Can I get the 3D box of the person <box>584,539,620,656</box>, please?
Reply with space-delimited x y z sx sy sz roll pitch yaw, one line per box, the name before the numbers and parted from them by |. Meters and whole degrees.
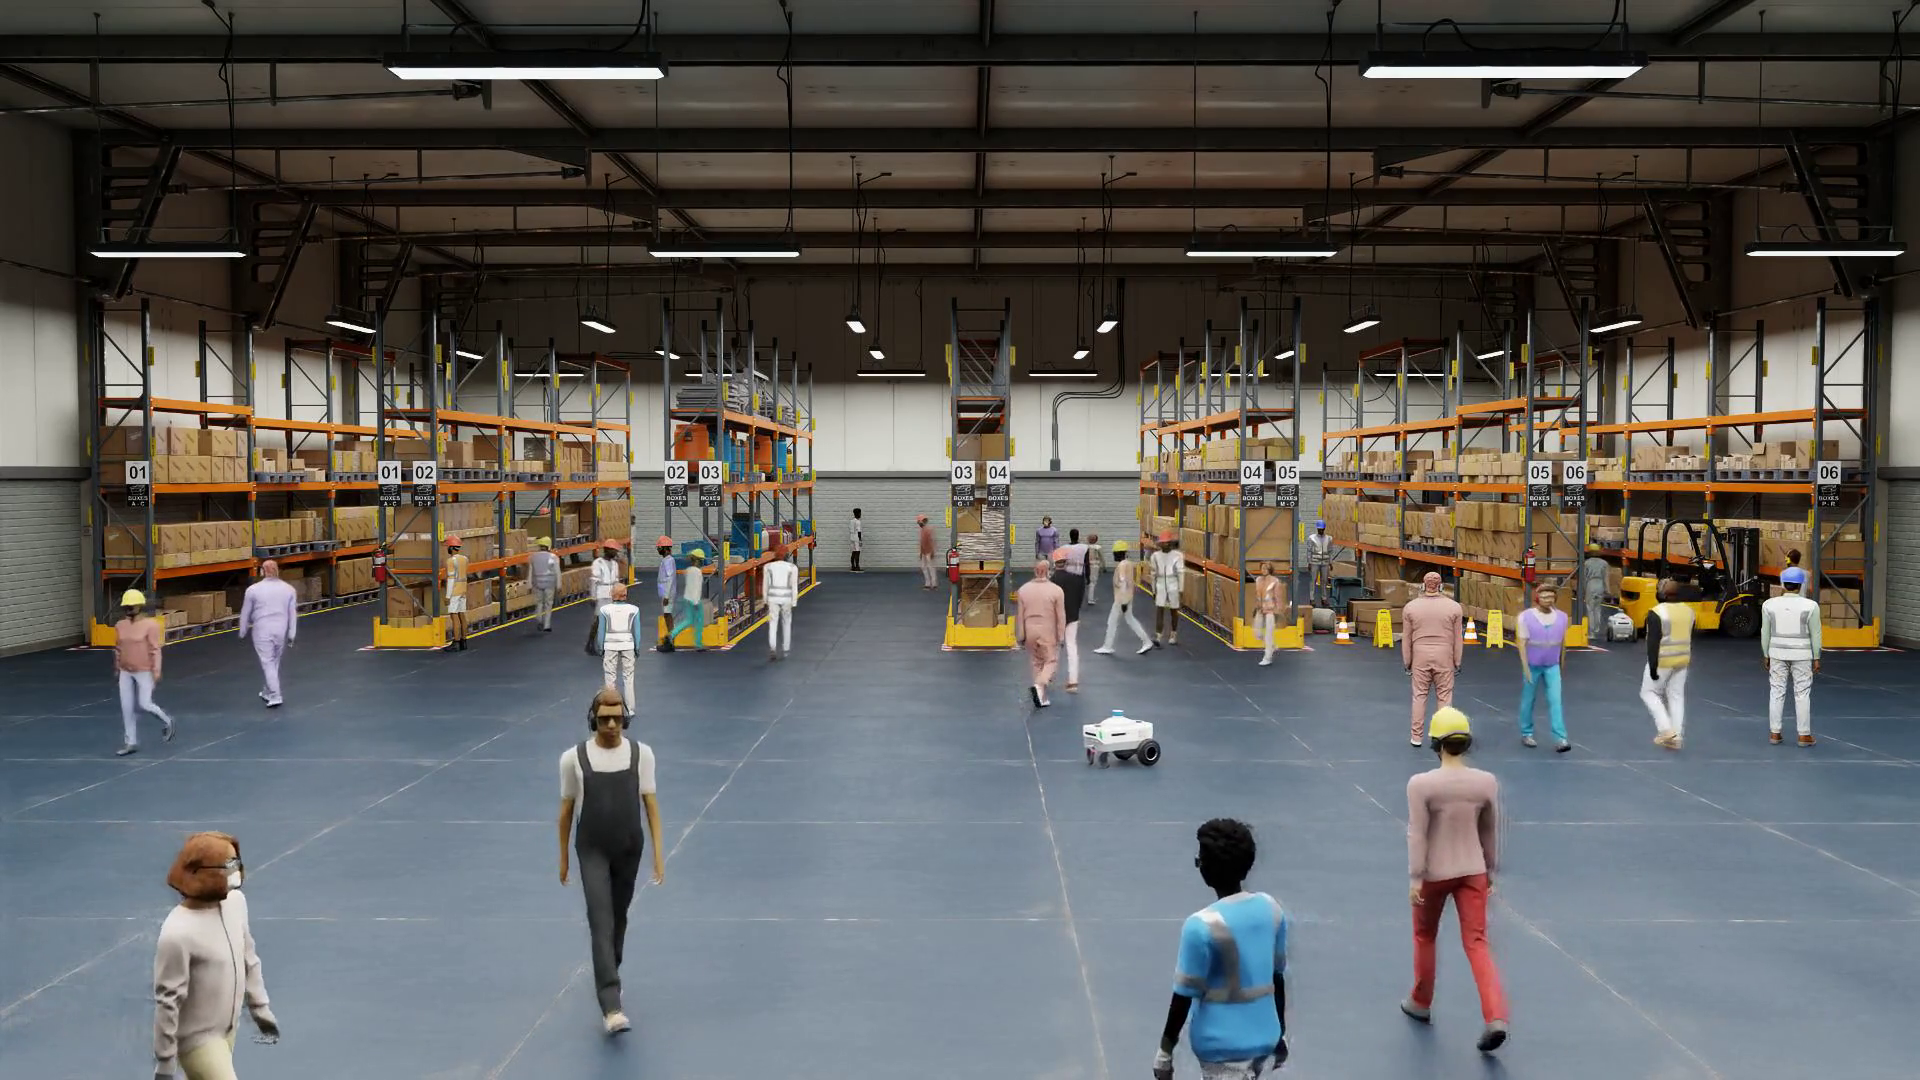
person | -5.822 0.939 26.478 0.469 1.902 0.600 1 3 32

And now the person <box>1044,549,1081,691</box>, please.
person | 1.381 1.090 22.254 0.605 1.936 1.044 -1 2 -17

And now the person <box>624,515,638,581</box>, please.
person | -9.262 0.225 45.084 0.527 1.846 0.536 1 3 26

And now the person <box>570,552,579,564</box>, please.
person | -11.367 0.061 47.462 0.388 1.993 0.614 1 2 18

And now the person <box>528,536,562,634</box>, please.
person | -7.715 0.837 30.135 0.618 1.810 0.566 0 2 5

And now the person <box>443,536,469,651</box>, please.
person | -8.494 0.894 27.144 0.360 1.939 0.543 1 2 13

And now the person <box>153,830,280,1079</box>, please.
person | -2.932 1.894 6.177 0.809 1.601 0.512 0 2 1

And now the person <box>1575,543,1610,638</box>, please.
person | 11.472 0.922 29.237 0.570 1.708 0.497 0 2 -3

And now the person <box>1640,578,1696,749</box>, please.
person | 7.644 1.331 17.450 0.622 1.832 0.432 -1 2 -20

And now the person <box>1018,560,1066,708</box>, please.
person | 1.014 1.193 20.318 0.657 1.889 0.704 1 3 28

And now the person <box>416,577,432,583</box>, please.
person | -11.934 0.546 36.108 0.662 1.919 0.626 0 2 -2

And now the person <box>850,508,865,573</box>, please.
person | -3.144 0.005 49.181 0.366 1.966 0.602 -1 3 -30

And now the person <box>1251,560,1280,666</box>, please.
person | 4.749 1.126 25.044 0.365 1.626 0.534 -2 3 -35

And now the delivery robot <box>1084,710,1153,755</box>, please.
delivery robot | 1.608 1.976 16.431 0.707 0.478 0.477 -1 3 -32

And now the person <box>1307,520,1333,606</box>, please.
person | 8.152 0.519 36.532 0.605 1.943 0.402 0 2 -6

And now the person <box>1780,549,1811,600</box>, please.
person | 12.528 1.065 24.230 0.532 1.835 0.483 0 2 -9

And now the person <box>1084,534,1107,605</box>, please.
person | 3.101 0.668 36.976 0.523 1.609 0.757 2 3 40

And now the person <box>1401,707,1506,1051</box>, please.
person | 2.599 1.740 8.442 0.536 1.729 0.874 0 2 -9

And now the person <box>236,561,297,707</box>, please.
person | -8.867 1.192 20.690 0.987 1.858 0.651 2 3 43

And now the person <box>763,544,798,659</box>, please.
person | -2.895 0.981 26.009 0.573 1.858 0.919 0 2 -2

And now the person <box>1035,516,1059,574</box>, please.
person | 2.198 0.349 40.868 0.630 1.940 0.372 1 2 23

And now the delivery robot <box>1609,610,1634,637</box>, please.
delivery robot | 11.776 1.486 28.768 0.477 0.478 0.707 1 2 15

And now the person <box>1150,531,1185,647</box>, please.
person | 3.577 0.842 27.860 0.633 1.986 1.055 1 2 20

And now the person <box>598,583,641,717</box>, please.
person | -4.143 1.343 19.645 0.514 1.634 0.313 -1 2 -17

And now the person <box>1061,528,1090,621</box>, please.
person | 2.288 0.709 32.231 0.597 1.904 0.691 1 2 14

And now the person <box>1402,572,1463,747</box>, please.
person | 5.143 1.297 17.572 0.636 1.899 0.401 1 2 21

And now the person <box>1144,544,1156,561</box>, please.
person | 5.268 0.268 44.369 0.728 1.823 0.624 0 2 2

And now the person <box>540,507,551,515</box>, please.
person | -11.784 0.095 45.956 0.392 2.045 0.608 1 2 23

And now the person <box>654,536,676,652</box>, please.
person | -4.933 0.899 27.034 0.356 1.936 0.551 0 2 -11

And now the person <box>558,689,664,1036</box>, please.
person | -1.896 1.700 8.777 0.524 1.791 1.012 -1 2 -24

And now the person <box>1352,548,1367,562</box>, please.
person | 11.124 0.268 44.422 0.632 1.809 0.851 -2 3 -44

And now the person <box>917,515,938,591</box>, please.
person | -0.815 0.330 41.297 0.472 1.941 0.788 -1 2 -16

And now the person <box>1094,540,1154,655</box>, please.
person | 2.723 0.940 26.575 0.962 1.890 0.594 1 2 19

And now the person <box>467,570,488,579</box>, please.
person | -10.867 0.597 36.244 0.598 1.810 0.538 0 2 -1

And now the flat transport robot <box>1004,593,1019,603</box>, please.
flat transport robot | 1.695 1.320 37.631 1.431 0.197 0.652 -2 3 -43

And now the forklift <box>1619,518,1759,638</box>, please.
forklift | 13.417 0.684 29.791 2.313 2.155 1.214 0 2 0

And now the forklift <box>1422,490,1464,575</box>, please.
forklift | 13.926 -0.371 47.846 1.873 2.768 1.129 0 2 0

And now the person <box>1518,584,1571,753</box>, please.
person | 6.239 1.360 17.252 0.558 1.782 0.991 0 2 -2

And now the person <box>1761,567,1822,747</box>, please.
person | 9.092 1.267 17.656 0.605 1.948 0.391 2 3 41

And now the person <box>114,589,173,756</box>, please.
person | -8.708 1.386 17.190 0.531 1.754 0.550 0 2 12

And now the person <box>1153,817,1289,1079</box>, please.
person | 0.945 1.868 6.074 0.855 1.646 0.556 2 3 45

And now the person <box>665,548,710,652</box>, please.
person | -4.531 1.001 26.952 0.680 1.734 0.547 -2 3 -35
